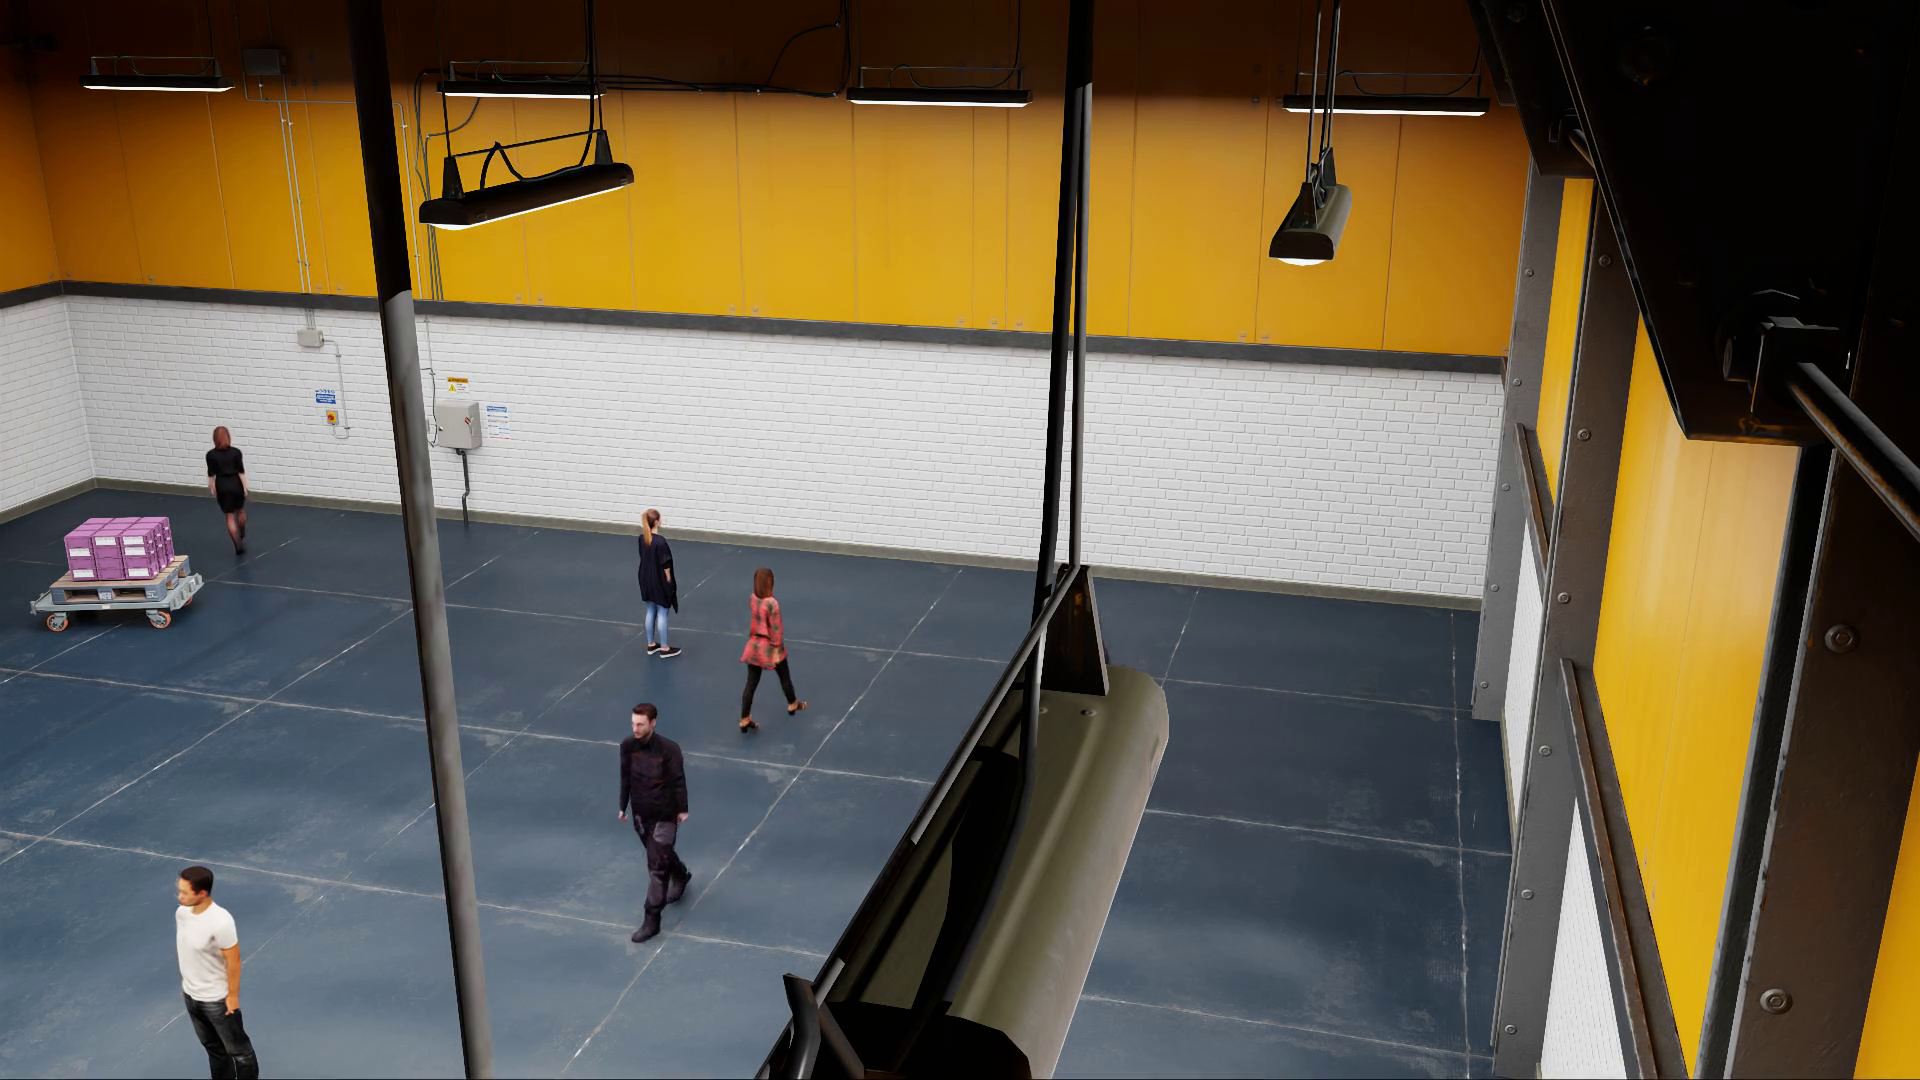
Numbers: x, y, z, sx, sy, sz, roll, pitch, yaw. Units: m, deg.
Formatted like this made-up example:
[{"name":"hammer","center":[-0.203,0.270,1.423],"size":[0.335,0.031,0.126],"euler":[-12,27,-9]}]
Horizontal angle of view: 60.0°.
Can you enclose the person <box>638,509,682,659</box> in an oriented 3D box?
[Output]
[{"name":"person","center":[-3.332,0.463,18.214],"size":[0.709,1.685,0.701],"euler":[15,24,37]}]

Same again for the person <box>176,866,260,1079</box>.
[{"name":"person","center":[-4.834,2.904,10.787],"size":[0.690,1.798,0.610],"euler":[9,21,26]}]

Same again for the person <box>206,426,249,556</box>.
[{"name":"person","center":[-9.382,-0.594,21.373],"size":[0.973,1.673,1.090],"euler":[-8,20,-21]}]

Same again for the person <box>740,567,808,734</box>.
[{"name":"person","center":[-1.973,1.111,16.334],"size":[0.939,1.657,1.164],"euler":[16,24,39]}]

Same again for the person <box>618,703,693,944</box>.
[{"name":"person","center":[-2.343,2.110,13.022],"size":[0.823,1.878,1.229],"euler":[8,20,24]}]
